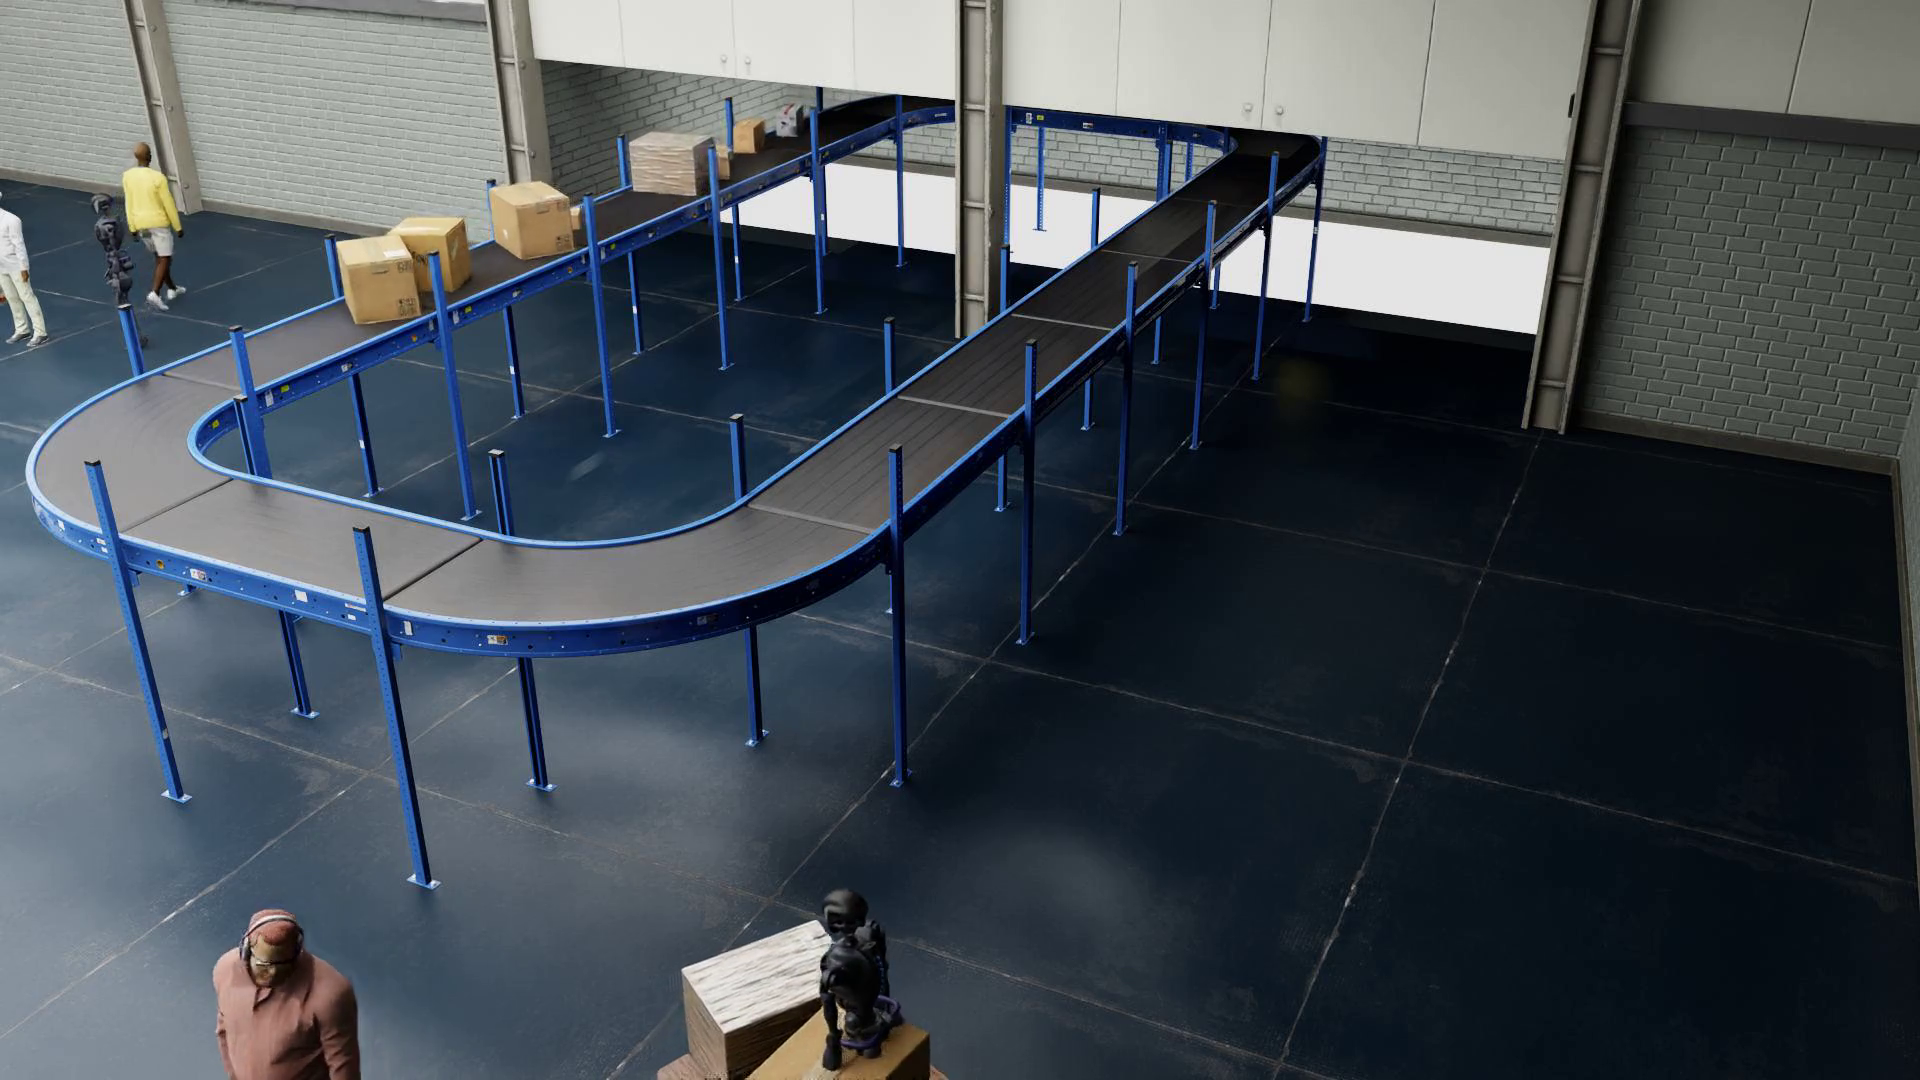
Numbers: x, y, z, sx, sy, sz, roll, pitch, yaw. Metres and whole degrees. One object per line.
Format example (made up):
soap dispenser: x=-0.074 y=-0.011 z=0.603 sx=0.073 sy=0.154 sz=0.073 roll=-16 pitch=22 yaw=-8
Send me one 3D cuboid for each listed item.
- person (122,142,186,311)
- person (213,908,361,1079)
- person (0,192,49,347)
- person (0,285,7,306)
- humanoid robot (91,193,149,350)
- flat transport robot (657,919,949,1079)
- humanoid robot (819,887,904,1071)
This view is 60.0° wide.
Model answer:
person: x=-9.164 y=-3.554 z=18.855 sx=0.547 sy=1.862 sz=0.909 roll=2 pitch=26 yaw=4
person: x=-2.820 y=2.365 z=6.892 sx=0.673 sy=1.877 sz=0.616 roll=7 pitch=27 yaw=14
person: x=-10.151 y=-2.929 z=17.717 sx=0.562 sy=1.745 sz=0.346 roll=10 pitch=28 yaw=20
person: x=-11.332 y=-3.607 z=18.919 sx=0.651 sy=1.899 sz=0.448 roll=11 pitch=28 yaw=21
humanoid robot: x=-8.949 y=-2.860 z=17.644 sx=0.333 sy=1.651 sz=0.589 roll=-16 pitch=31 yaw=-29
flat transport robot: x=-0.670 y=2.830 z=7.774 sx=1.431 sy=0.231 sz=0.659 roll=-21 pitch=34 yaw=-36
humanoid robot: x=-0.433 y=2.253 z=7.365 sx=0.602 sy=1.636 sz=0.613 roll=11 pitch=28 yaw=21
